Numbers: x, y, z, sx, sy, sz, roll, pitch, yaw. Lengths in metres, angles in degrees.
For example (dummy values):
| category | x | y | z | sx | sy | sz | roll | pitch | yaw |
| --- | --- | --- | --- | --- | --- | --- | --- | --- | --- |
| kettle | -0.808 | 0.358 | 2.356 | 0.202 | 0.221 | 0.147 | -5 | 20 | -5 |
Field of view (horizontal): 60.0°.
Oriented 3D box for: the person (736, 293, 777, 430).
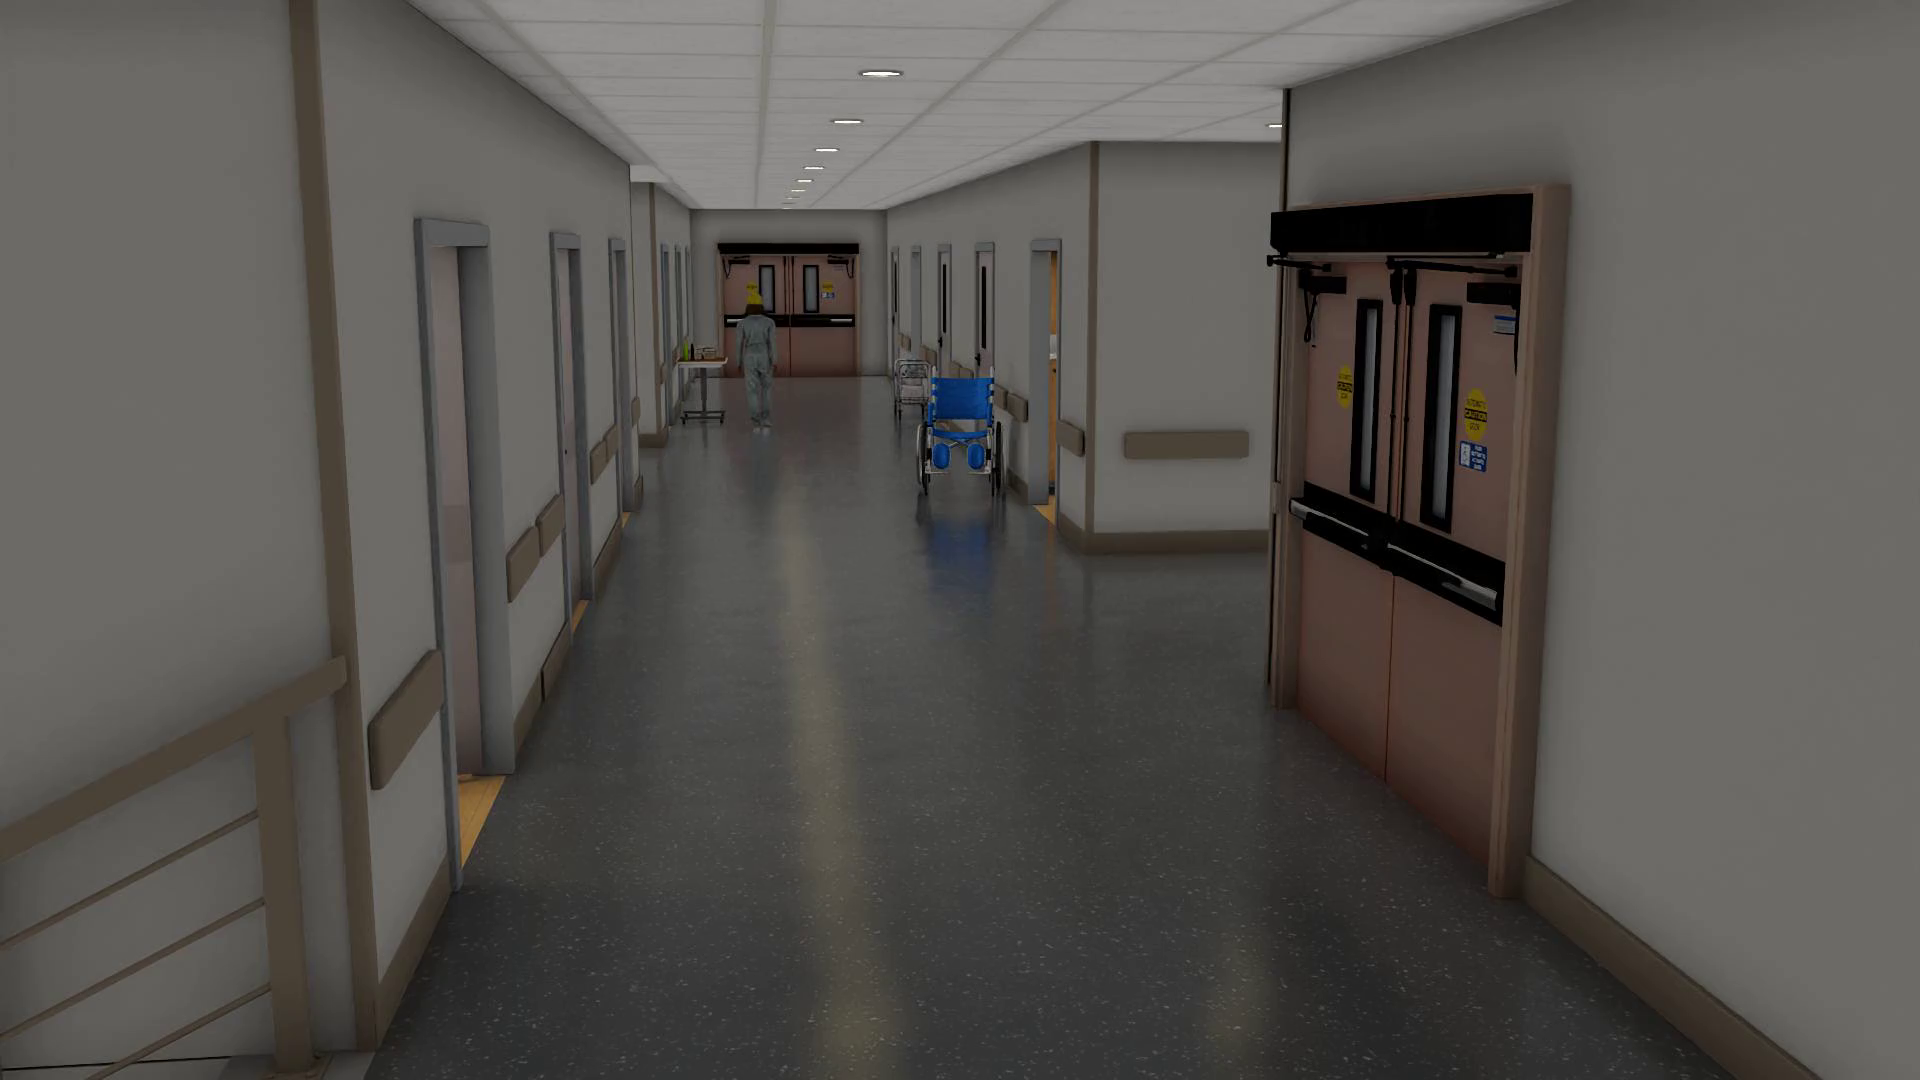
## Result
| category | x | y | z | sx | sy | sz | roll | pitch | yaw |
| --- | --- | --- | --- | --- | --- | --- | --- | --- | --- |
| person | -2.593 | -2.277 | 21.182 | 0.513 | 1.719 | 0.621 | -2 | 10 | -9 |
